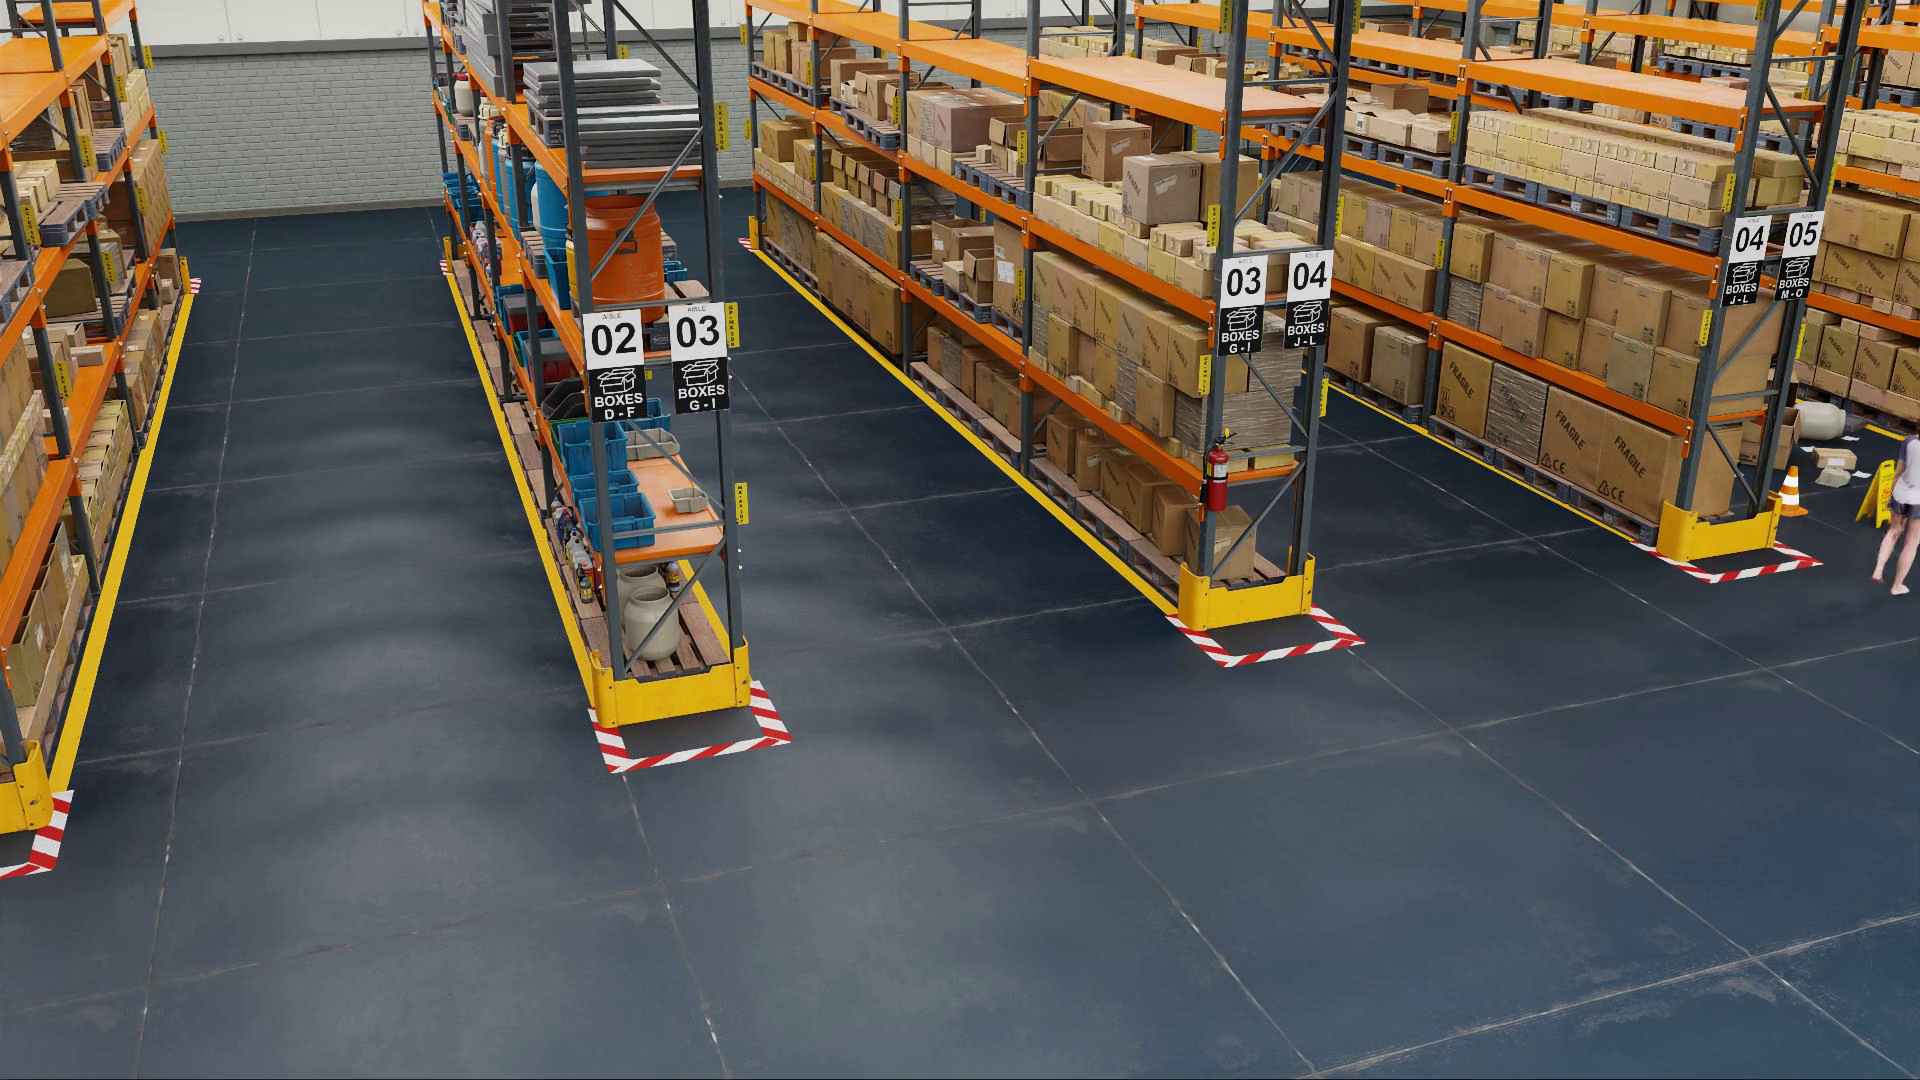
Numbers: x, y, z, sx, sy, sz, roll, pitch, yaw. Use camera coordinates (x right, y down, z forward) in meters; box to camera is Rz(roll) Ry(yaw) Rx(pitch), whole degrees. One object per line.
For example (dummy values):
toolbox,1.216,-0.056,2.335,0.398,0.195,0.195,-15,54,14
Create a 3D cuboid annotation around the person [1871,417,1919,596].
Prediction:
person,8.278,-0.325,14.519,0.719,1.758,0.615,-14,26,-30
